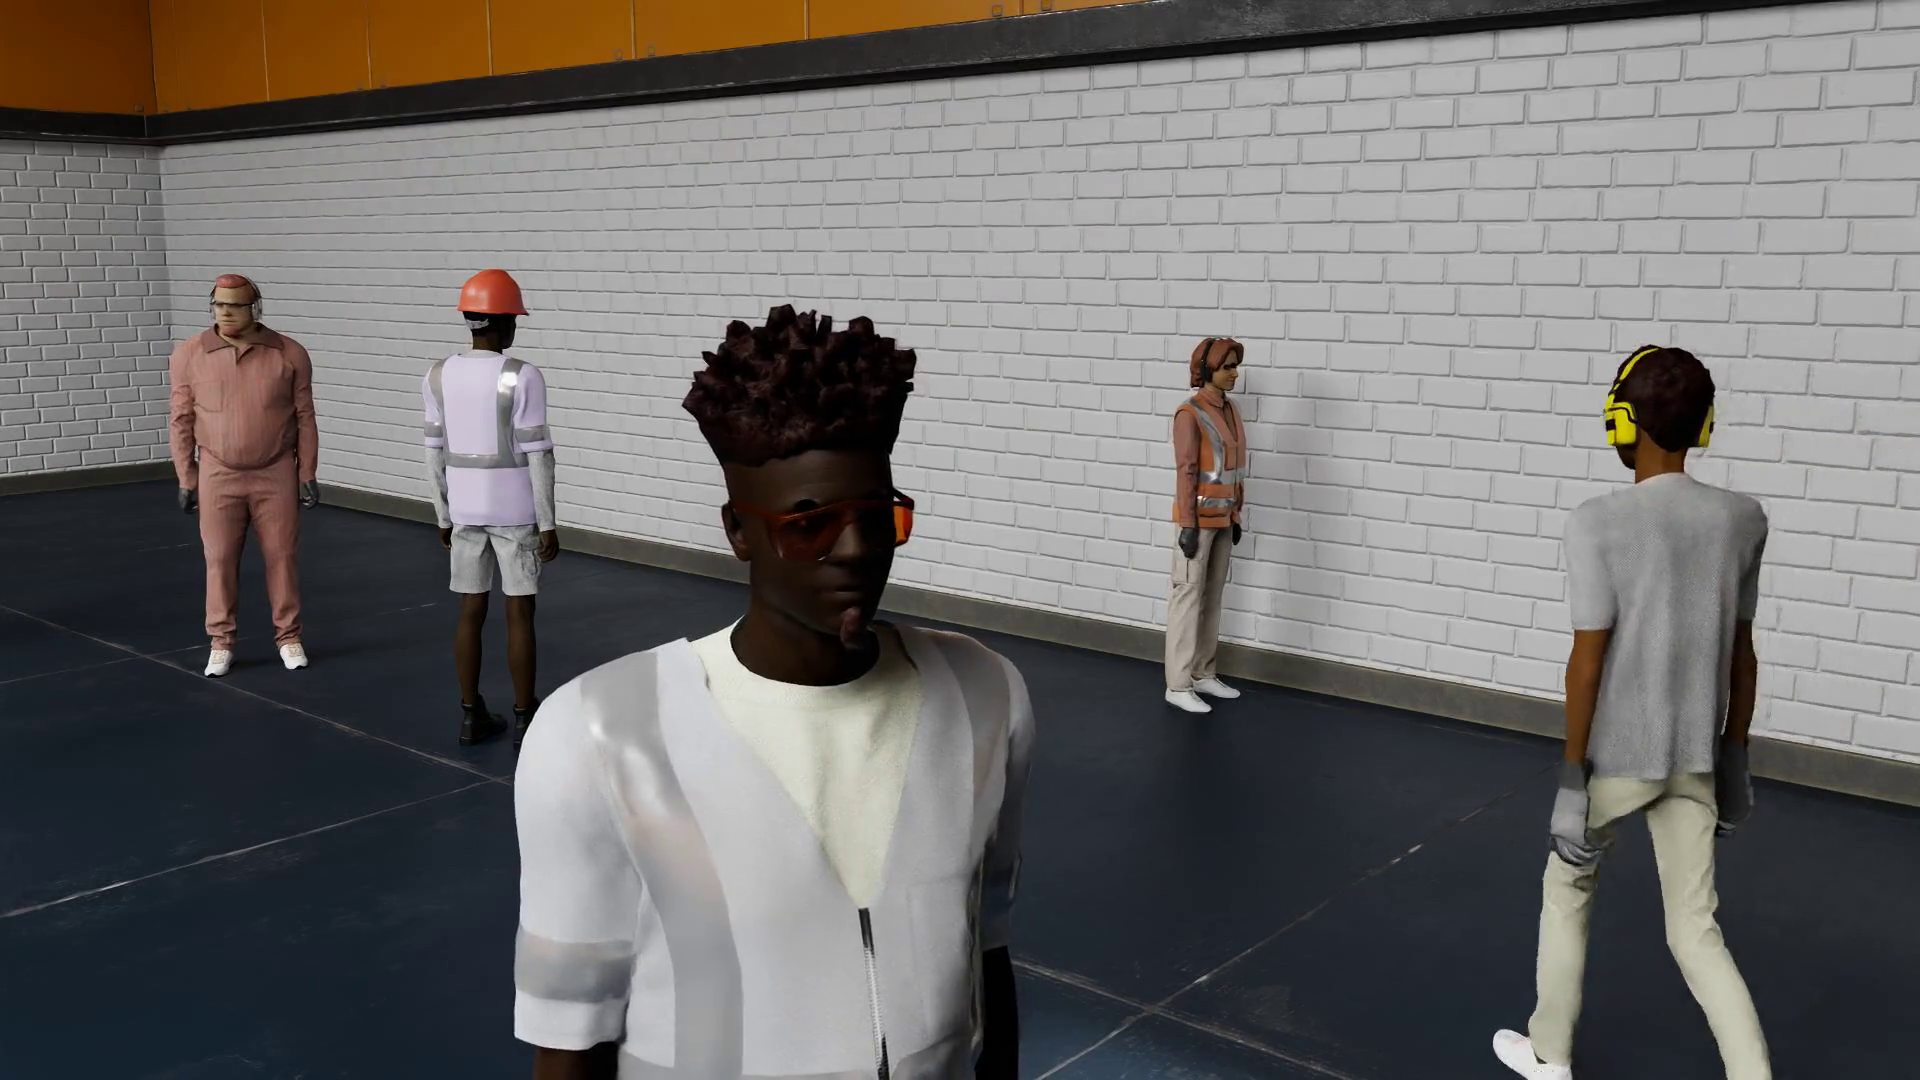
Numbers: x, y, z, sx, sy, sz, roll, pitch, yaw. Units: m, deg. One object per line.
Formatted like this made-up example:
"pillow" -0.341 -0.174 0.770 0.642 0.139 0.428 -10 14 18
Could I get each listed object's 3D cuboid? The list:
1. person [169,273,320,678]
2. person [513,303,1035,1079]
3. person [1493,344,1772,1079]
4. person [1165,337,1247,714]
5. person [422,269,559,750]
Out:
"person" -3.379 -0.303 7.898 0.646 1.904 0.401 -4 11 -23
"person" -0.165 0.736 1.802 0.600 1.967 0.368 -6 12 -31
"person" 1.537 0.493 3.627 0.532 1.825 0.939 -2 10 -10
"person" 1.091 -0.071 7.330 0.311 1.638 0.522 7 12 34
"person" -1.867 -0.116 6.736 0.553 1.935 0.362 3 10 17
